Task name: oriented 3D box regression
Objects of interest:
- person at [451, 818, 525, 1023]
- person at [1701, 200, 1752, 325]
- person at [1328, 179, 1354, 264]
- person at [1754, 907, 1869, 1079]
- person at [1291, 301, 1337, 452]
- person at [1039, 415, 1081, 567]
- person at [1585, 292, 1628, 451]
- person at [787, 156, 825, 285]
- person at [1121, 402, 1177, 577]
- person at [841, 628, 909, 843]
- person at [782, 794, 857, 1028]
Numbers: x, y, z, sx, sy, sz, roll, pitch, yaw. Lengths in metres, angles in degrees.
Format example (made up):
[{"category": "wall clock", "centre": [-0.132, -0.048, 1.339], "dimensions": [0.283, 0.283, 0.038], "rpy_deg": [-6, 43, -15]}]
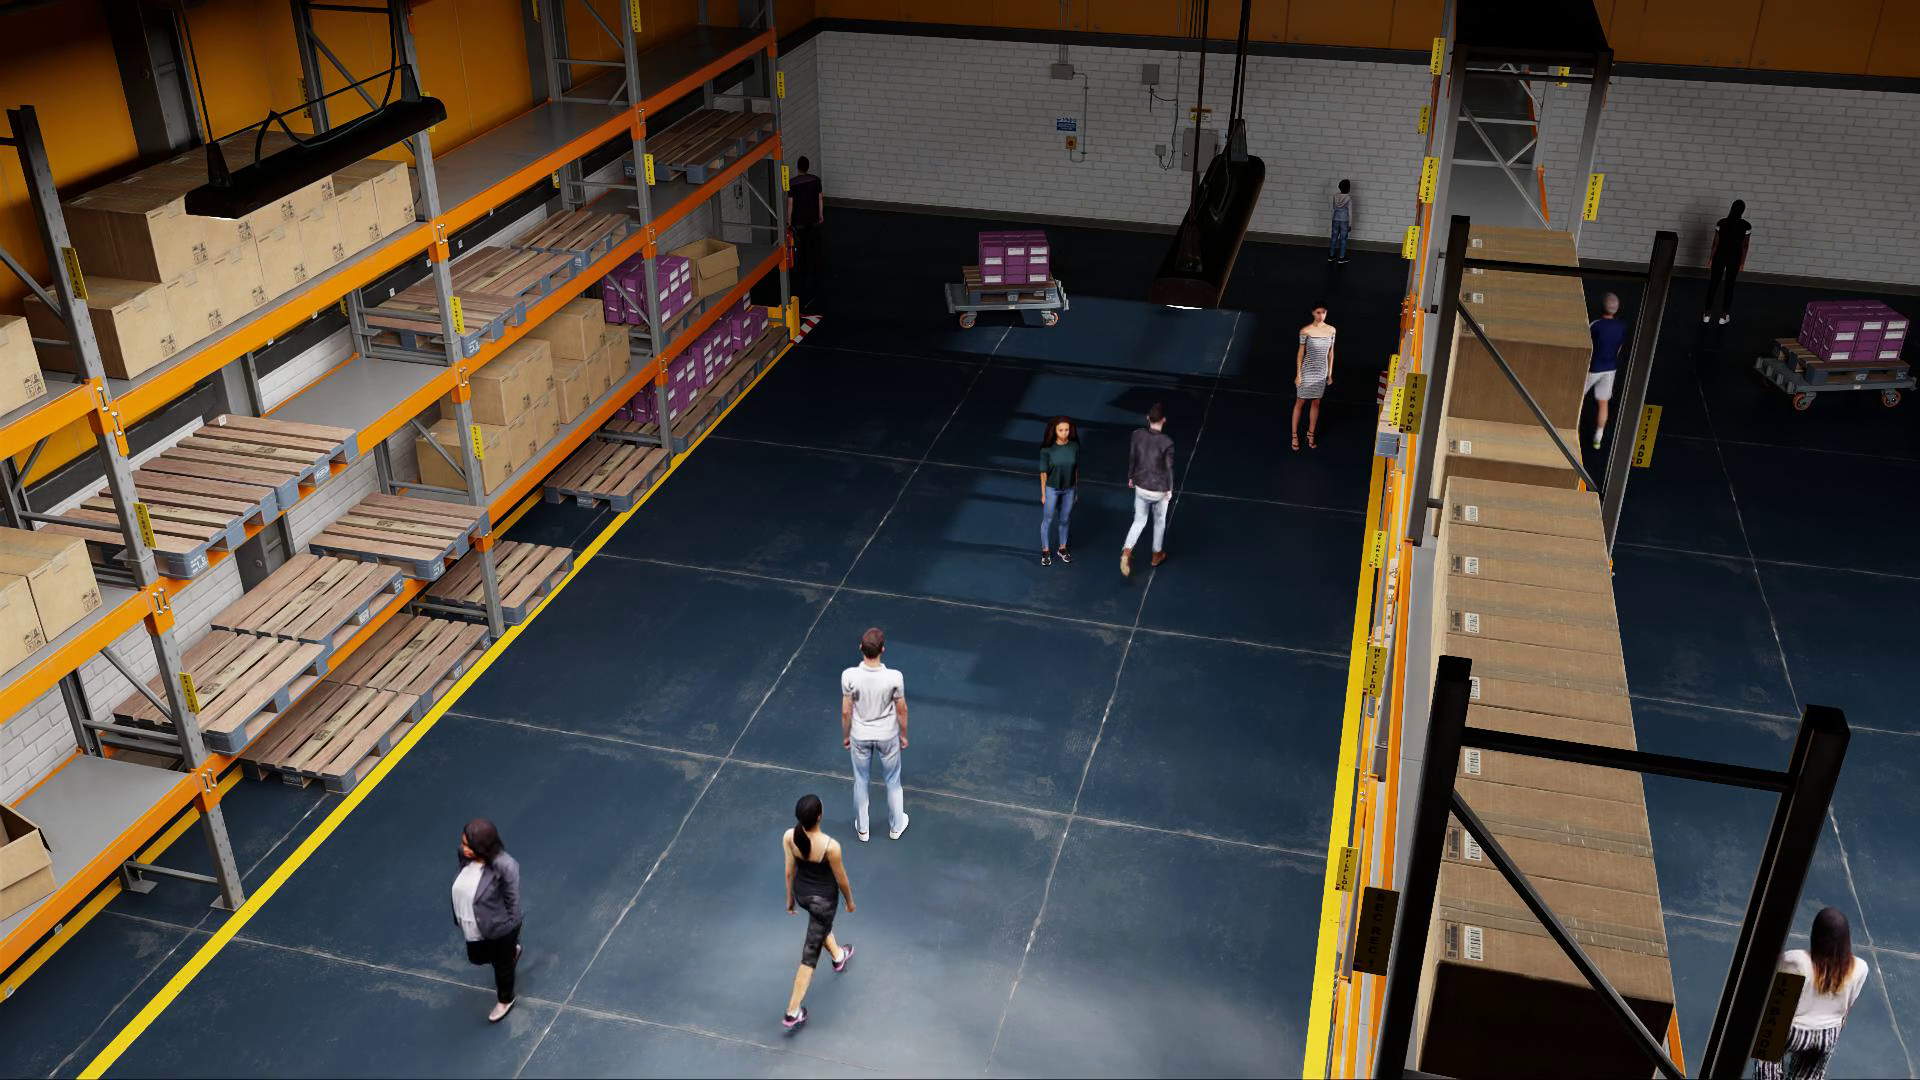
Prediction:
[{"category": "person", "centre": [-3.135, 2.518, 11.295], "dimensions": [0.750, 1.587, 0.856], "rpy_deg": [14, 32, 25]}, {"category": "person", "centre": [10.495, -3.816, 22.761], "dimensions": [0.662, 1.728, 0.644], "rpy_deg": [14, 32, 24]}, {"category": "person", "centre": [5.748, -4.825, 25.098], "dimensions": [0.554, 1.260, 0.587], "rpy_deg": [22, 36, 35]}, {"category": "person", "centre": [5.234, 3.043, 10.253], "dimensions": [0.680, 1.664, 0.706], "rpy_deg": [6, 29, 11]}, {"category": "person", "centre": [4.061, -1.896, 19.142], "dimensions": [0.682, 1.822, 0.674], "rpy_deg": [-5, 29, -9]}, {"category": "person", "centre": [1.004, -0.522, 16.839], "dimensions": [0.699, 1.616, 0.729], "rpy_deg": [-7, 29, -12]}, {"category": "person", "centre": [7.417, -1.923, 19.214], "dimensions": [0.828, 1.801, 1.101], "rpy_deg": [0, 29, 0]}, {"category": "person", "centre": [-2.251, -4.671, 24.205], "dimensions": [0.807, 1.846, 0.837], "rpy_deg": [-12, 31, -21]}, {"category": "person", "centre": [1.861, -0.478, 16.554], "dimensions": [0.863, 1.811, 1.124], "rpy_deg": [17, 33, 28]}, {"category": "person", "centre": [-0.662, 1.514, 12.862], "dimensions": [0.709, 1.850, 0.629], "rpy_deg": [0, 29, 1]}, {"category": "person", "centre": [-1.011, 2.510, 11.214], "dimensions": [0.745, 1.679, 1.210], "rpy_deg": [13, 31, 22]}]
